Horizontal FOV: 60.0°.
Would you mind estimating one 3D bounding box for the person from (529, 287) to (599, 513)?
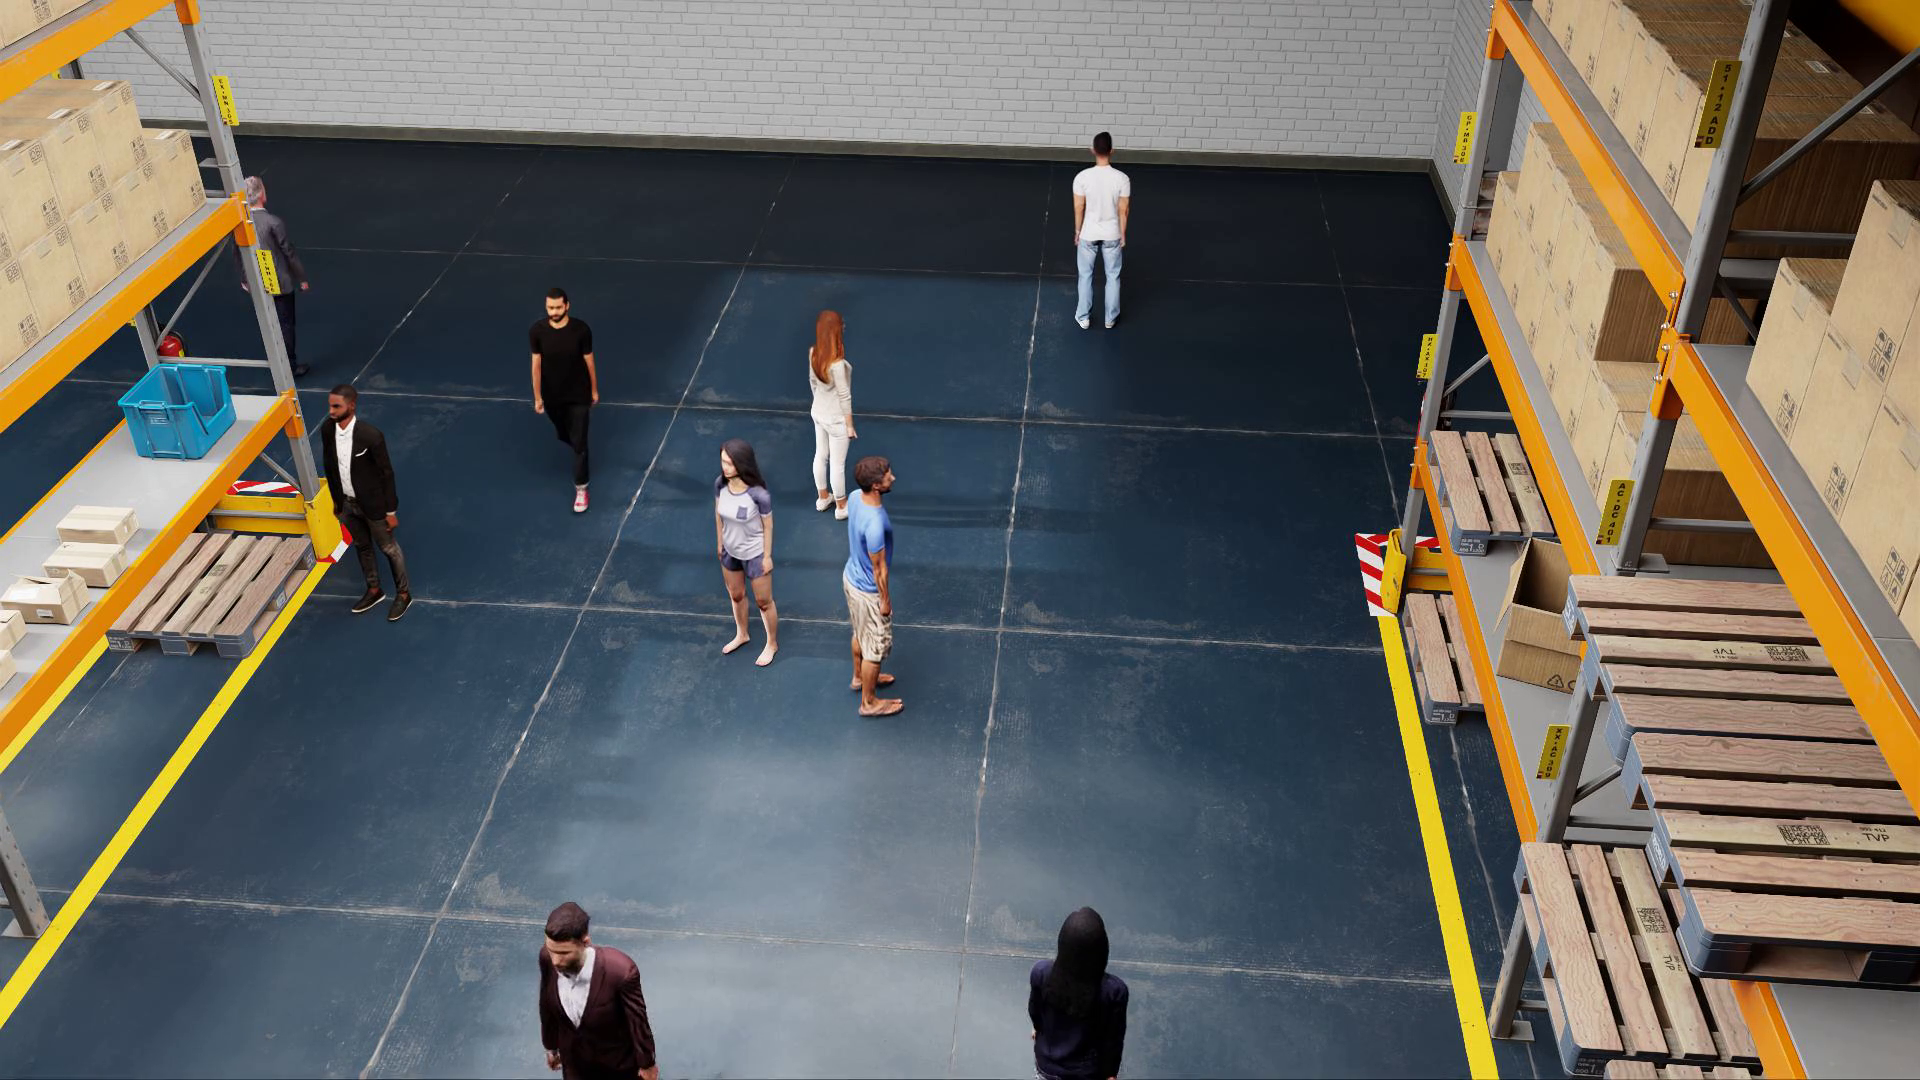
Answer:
[{"bbox_3d":[-3.048,-1.166,12.899,0.756,1.727,1.172,-2,34,-3],"label":"person"}]

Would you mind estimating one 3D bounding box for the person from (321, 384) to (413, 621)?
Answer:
[{"bbox_3d":[-4.107,-0.270,11.486,0.711,1.799,0.652,11,35,16],"label":"person"}]

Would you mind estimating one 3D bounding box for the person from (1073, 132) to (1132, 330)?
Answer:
[{"bbox_3d":[1.291,-2.826,15.275,0.669,1.863,0.550,2,34,3],"label":"person"}]

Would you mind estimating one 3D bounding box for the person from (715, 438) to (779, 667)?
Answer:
[{"bbox_3d":[-1.419,0.065,11.066,0.669,1.707,0.657,18,38,25],"label":"person"}]

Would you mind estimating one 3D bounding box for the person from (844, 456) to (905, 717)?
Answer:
[{"bbox_3d":[-0.584,0.276,10.610,0.786,1.859,0.656,-11,35,-16],"label":"person"}]

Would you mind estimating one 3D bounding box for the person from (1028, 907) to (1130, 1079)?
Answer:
[{"bbox_3d":[0.496,2.405,7.537,0.639,1.716,0.746,5,34,8],"label":"person"}]

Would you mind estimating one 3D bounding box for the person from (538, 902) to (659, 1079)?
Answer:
[{"bbox_3d":[-1.601,2.290,7.590,0.825,1.849,0.933,11,35,16],"label":"person"}]

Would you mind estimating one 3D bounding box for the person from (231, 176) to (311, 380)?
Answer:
[{"bbox_3d":[-6.008,-2.227,14.404,0.783,1.829,0.753,11,35,16],"label":"person"}]

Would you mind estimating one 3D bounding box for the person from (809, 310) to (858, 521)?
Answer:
[{"bbox_3d":[-0.979,-0.938,12.572,0.743,1.710,0.681,-24,41,-32],"label":"person"}]
